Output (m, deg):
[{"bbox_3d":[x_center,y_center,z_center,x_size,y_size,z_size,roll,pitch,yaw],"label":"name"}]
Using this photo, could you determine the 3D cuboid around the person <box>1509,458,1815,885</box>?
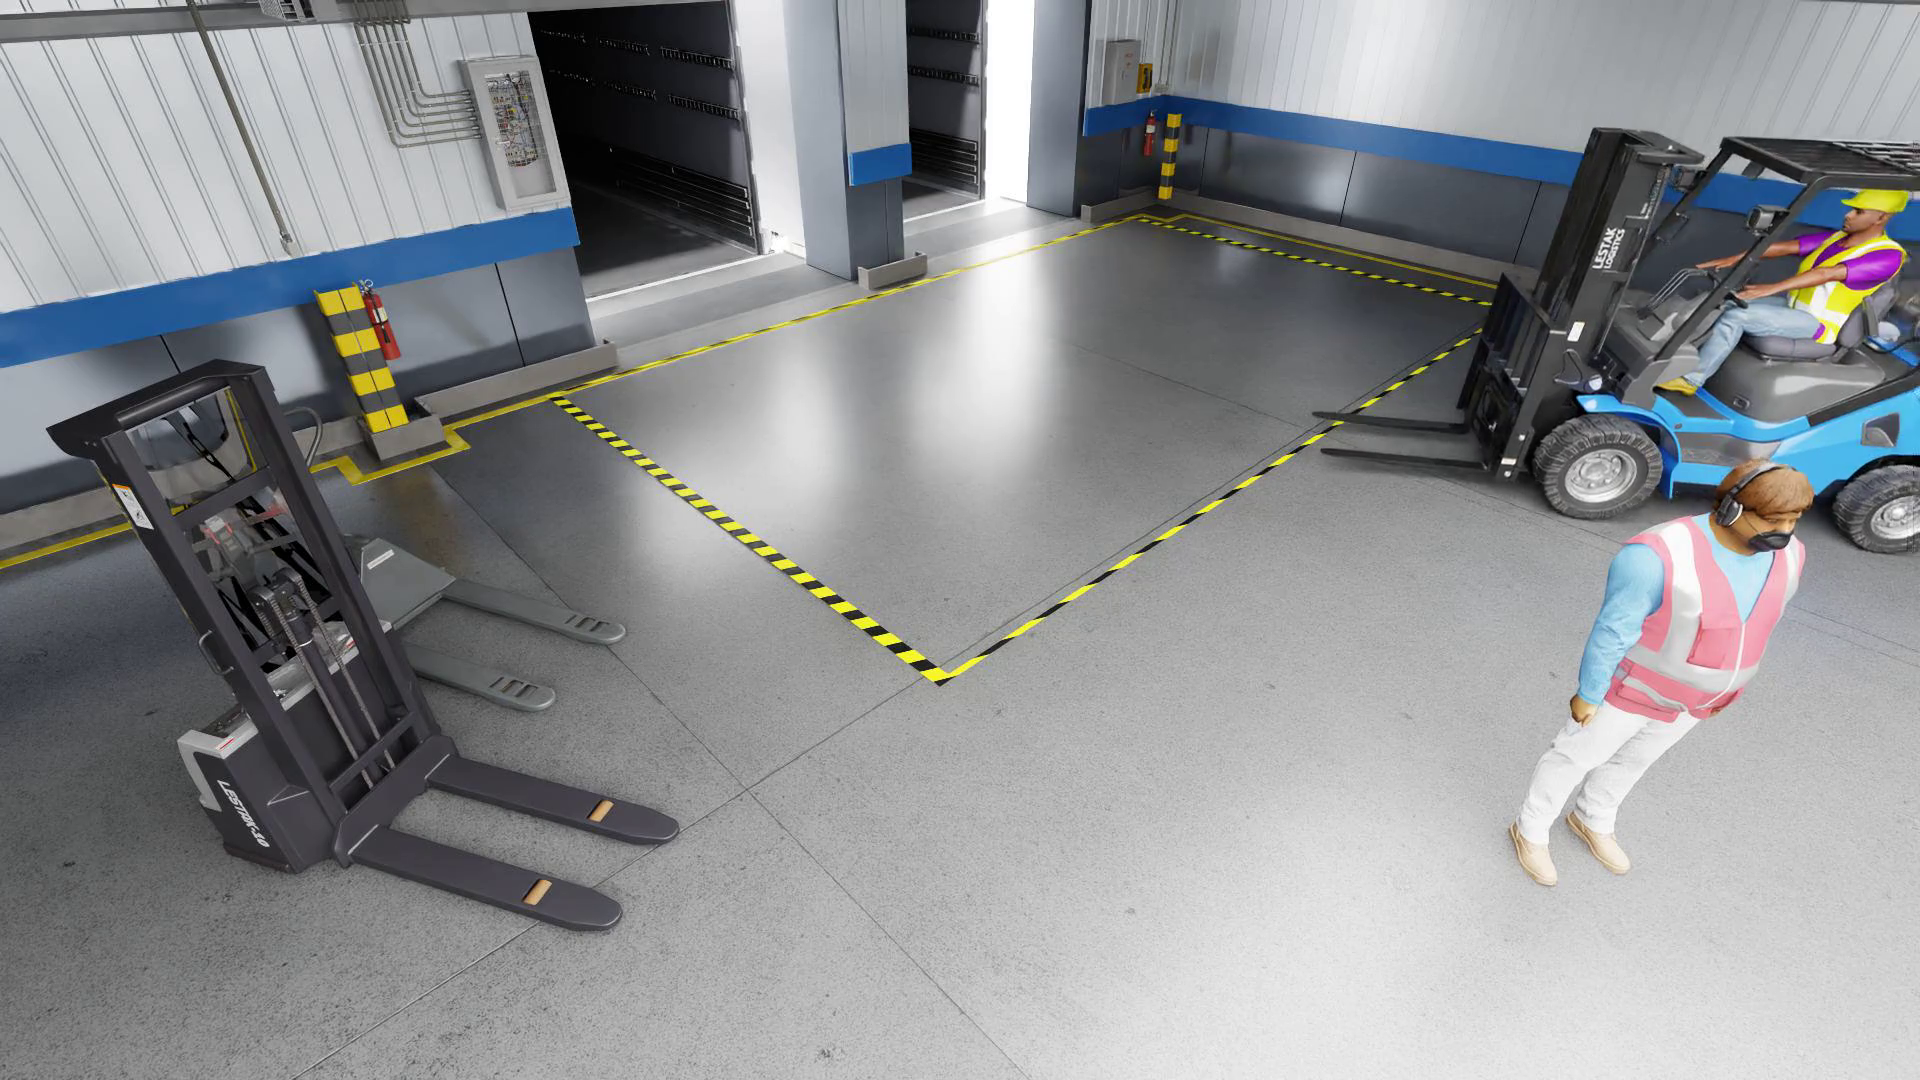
[{"bbox_3d":[2.526,0.534,3.326,0.623,1.844,0.429,-4,34,-6],"label":"person"}]

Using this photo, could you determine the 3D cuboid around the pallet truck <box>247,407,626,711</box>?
[{"bbox_3d":[-2.628,0.038,4.590,1.601,1.201,0.680,12,36,18],"label":"pallet truck"}]

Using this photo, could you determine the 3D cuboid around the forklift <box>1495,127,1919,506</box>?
[{"bbox_3d":[4.912,-1.341,5.630,2.680,2.036,1.157,7,35,10],"label":"forklift"}]

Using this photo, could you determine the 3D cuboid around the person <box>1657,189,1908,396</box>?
[{"bbox_3d":[4.856,-1.507,5.541,1.004,1.293,0.635,7,35,10],"label":"person"}]

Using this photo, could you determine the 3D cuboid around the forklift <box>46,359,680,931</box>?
[{"bbox_3d":[-2.135,0.422,3.354,1.885,1.965,0.823,10,35,14],"label":"forklift"}]
